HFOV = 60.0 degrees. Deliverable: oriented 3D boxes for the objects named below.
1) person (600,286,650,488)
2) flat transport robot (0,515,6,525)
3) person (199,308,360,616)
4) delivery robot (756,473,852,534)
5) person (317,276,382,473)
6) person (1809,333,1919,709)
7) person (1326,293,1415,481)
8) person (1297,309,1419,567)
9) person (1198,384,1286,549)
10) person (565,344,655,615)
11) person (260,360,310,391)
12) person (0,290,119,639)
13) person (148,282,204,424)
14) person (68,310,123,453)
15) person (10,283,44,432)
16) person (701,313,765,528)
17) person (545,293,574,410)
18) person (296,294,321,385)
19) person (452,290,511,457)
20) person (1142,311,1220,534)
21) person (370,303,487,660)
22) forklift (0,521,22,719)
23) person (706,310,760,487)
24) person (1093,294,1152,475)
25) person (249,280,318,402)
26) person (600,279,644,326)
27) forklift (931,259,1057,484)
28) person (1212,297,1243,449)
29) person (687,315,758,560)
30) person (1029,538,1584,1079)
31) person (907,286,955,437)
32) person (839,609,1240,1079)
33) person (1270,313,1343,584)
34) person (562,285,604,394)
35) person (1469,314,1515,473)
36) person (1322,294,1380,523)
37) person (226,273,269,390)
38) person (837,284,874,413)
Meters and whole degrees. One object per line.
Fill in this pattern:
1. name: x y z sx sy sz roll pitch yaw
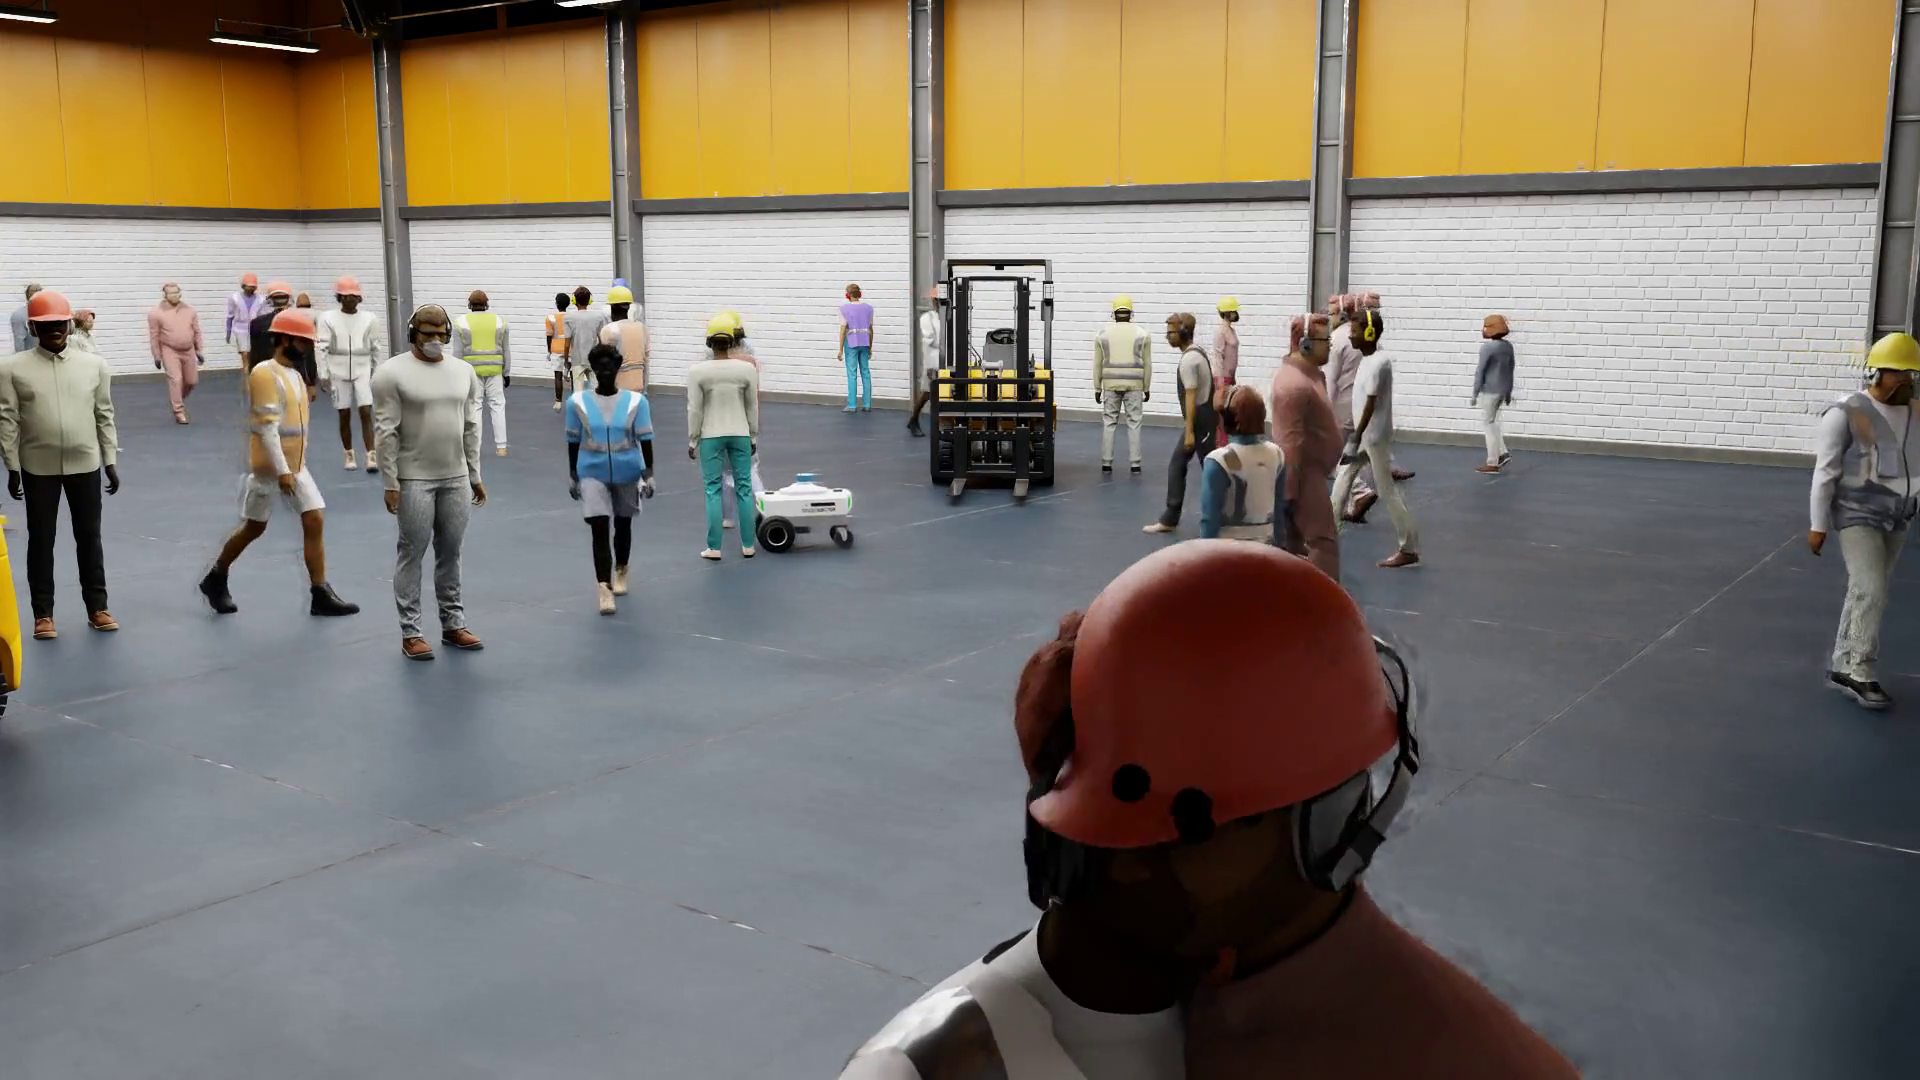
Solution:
1. person: -3.173 -1.426 15.688 0.368 1.926 0.594 6 11 32
2. flat transport robot: -8.432 -0.172 13.146 1.431 0.197 0.652 1 10 5
3. person: -4.209 -0.471 10.148 0.985 1.886 0.560 2 10 11
4. delivery robot: -1.172 -0.258 12.521 0.707 0.478 0.477 -2 10 -12
5. person: -6.202 -1.676 16.953 0.629 2.005 0.829 -4 10 -22
6. person: 4.503 -0.087 8.050 0.620 1.808 0.659 -3 10 -16
7. person: 3.927 -1.492 16.322 1.014 1.853 0.657 7 12 35
8. person: 2.809 -0.696 11.686 0.976 1.819 0.513 0 10 -2
9. person: 1.266 0.126 7.358 0.520 1.627 0.459 -9 13 -43
10. person: -2.192 -0.409 10.456 0.543 1.654 0.862 -2 10 -15
11. person: -7.756 -1.832 19.107 0.537 1.588 0.877 -2 10 -12
12. person: -5.187 -0.437 9.604 0.608 1.995 0.377 -8 12 -39
13. person: -10.463 -2.497 22.185 0.642 1.888 0.654 8 13 41
14. person: -9.648 -1.744 18.483 0.644 1.612 0.540 0 10 0
15. person: -11.486 -2.243 20.681 1.012 1.901 0.641 5 11 27
16. person: -1.813 -0.933 13.274 0.536 1.748 0.651 -7 12 -36
17. person: -5.747 -2.727 24.130 0.560 1.696 0.318 -4 10 -23
18. person: -11.361 -3.489 28.983 0.509 1.602 0.845 -8 13 -41
19. person: -5.277 -1.831 18.359 0.630 1.842 0.429 -5 11 -27
20. person: 1.960 -0.897 13.025 0.947 1.788 0.529 1 10 7
21. person: -2.889 -0.325 9.120 0.371 1.933 0.627 8 13 41
22. forklift: -5.296 -0.090 6.943 1.214 2.155 2.313 7 12 35
23. person: -2.144 -1.309 15.683 0.475 1.704 0.800 -4 10 -21
24. person: 1.643 -1.564 16.832 0.593 1.824 0.403 2 10 11
25. person: -6.645 -1.554 16.325 0.647 1.971 0.589 -1 10 -6
26. person: -4.684 -2.645 23.013 0.622 1.906 0.893 -3 10 -19
27. forklift: 0.370 -1.738 16.759 1.214 2.155 2.313 1 10 3
28. person: 2.946 -1.795 18.430 0.413 1.769 0.540 5 11 25
29. person: -1.715 -0.734 12.046 0.524 1.769 0.325 -4 10 -20
30. person: 0.215 0.955 1.477 0.738 1.968 0.625 -6 11 -32
31. person: -0.298 -2.149 20.107 0.543 1.903 0.949 -8 12 -38
32. person: 0.119 0.980 1.492 0.337 1.881 0.584 8 13 41
33. person: 1.887 -0.350 9.444 0.881 1.875 0.651 2 10 12
34. person: -4.429 -2.054 19.607 0.521 1.871 0.325 -5 11 -26
35. person: 5.425 -1.487 16.975 0.509 1.620 0.364 -8 13 -41
36. person: 3.188 -1.049 13.548 0.721 1.891 0.506 -8 13 -41
37. person: -11.763 -3.413 27.466 0.650 1.959 1.088 -6 11 -32
38. person: -1.475 -2.722 23.677 0.563 1.837 0.392 -6 11 -34
